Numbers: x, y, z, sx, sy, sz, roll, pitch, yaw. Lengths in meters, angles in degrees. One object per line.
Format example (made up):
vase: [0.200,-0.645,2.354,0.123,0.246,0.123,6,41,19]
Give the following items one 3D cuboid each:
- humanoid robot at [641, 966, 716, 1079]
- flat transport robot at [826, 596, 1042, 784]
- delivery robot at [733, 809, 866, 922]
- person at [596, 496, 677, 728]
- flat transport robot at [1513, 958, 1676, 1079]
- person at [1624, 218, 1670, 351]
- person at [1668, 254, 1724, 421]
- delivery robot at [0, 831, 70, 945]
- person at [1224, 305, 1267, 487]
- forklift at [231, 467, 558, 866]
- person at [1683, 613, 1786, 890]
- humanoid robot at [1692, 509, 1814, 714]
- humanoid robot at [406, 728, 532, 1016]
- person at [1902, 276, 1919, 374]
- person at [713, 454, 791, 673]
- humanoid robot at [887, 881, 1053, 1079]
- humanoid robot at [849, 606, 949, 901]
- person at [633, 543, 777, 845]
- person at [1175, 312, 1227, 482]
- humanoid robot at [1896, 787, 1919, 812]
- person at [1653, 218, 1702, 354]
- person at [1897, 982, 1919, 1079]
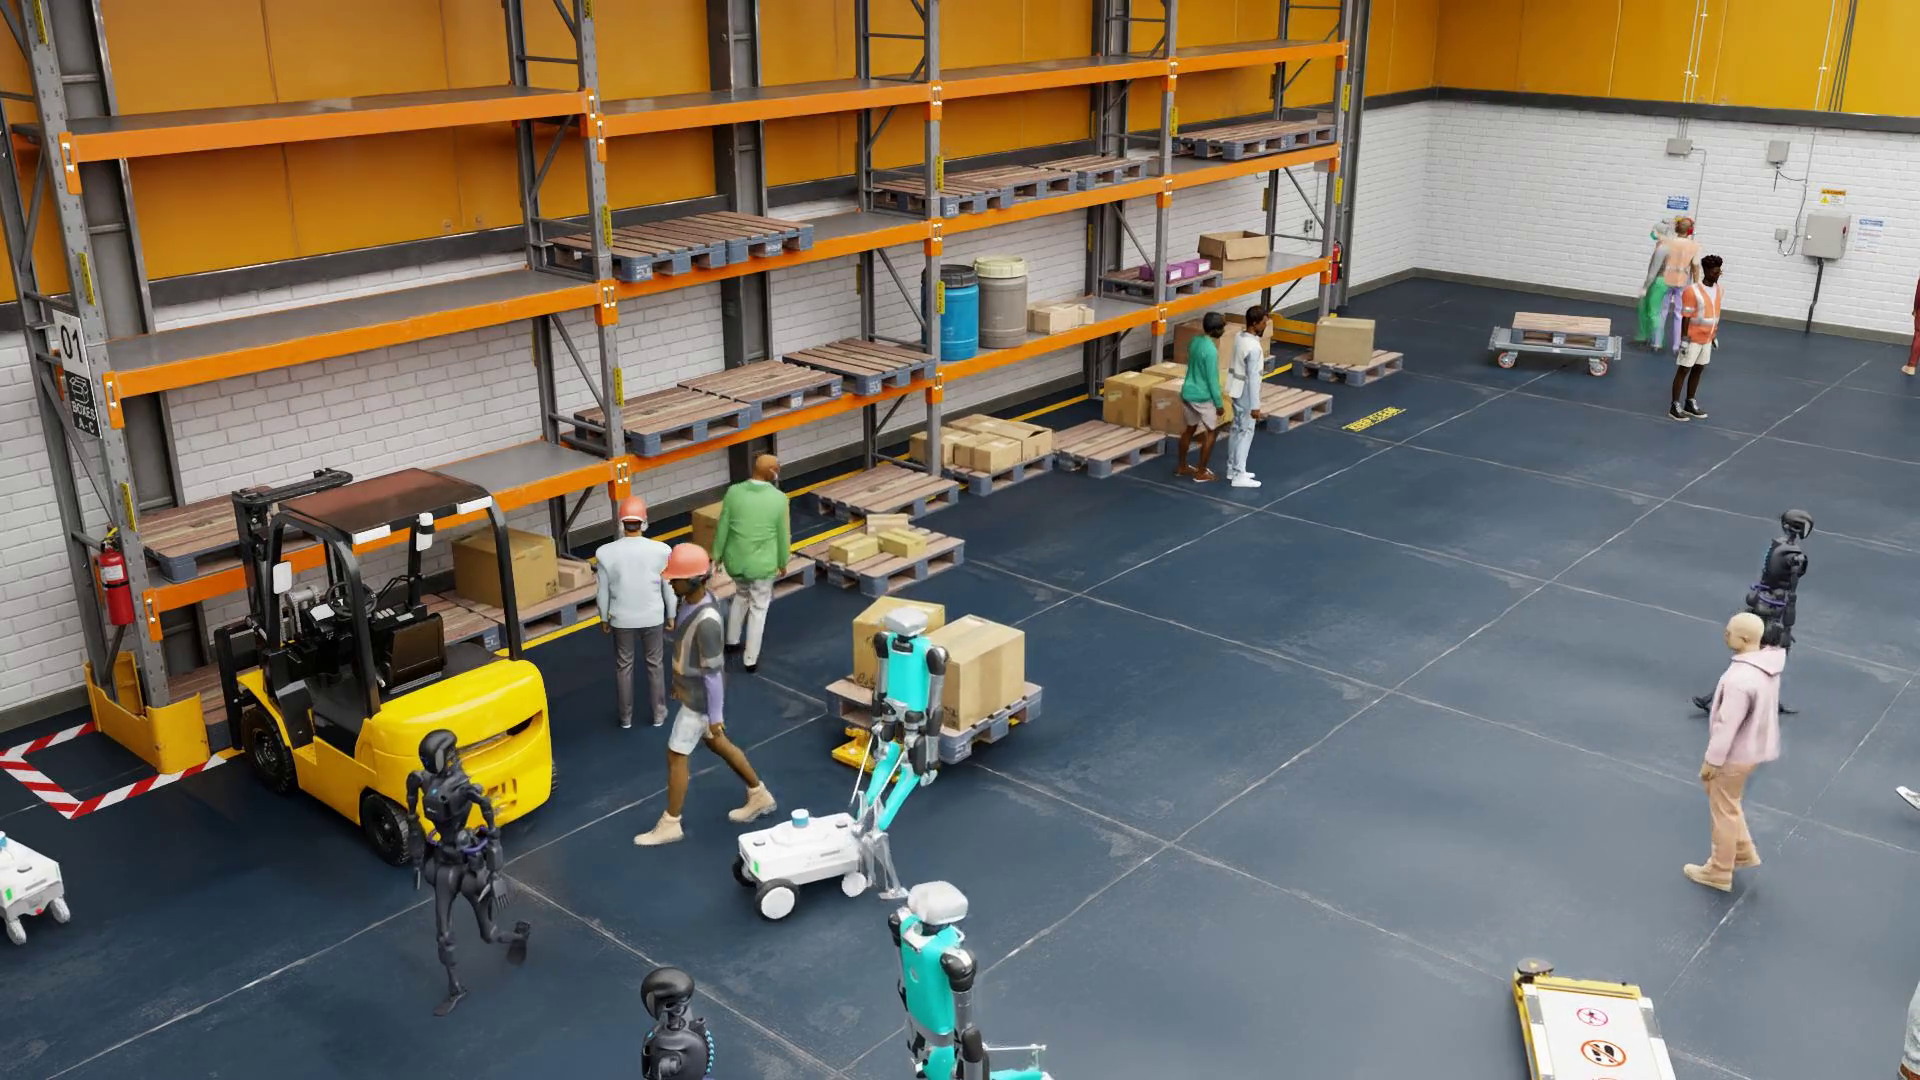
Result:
humanoid robot: [-1.130,2.467,6.815,0.315,1.655,0.599,-1,20,-2]
flat transport robot: [-0.187,1.340,11.921,0.659,0.231,1.431,16,26,37]
delivery robot: [-0.962,1.908,9.977,0.804,0.600,0.499,-9,22,-22]
person: [-2.325,0.523,12.010,0.572,1.739,0.351,-4,21,-10]
flat transport robot: [3.219,2.635,8.413,0.659,0.231,1.431,4,21,11]
person: [9.443,-3.511,22.805,0.613,1.825,0.554,10,23,26]
person: [8.697,-2.388,19.571,0.600,1.966,0.368,-10,23,-25]
delivery robot: [-5.604,1.986,9.745,0.773,0.586,0.499,12,24,30]
person: [2.953,-1.489,17.224,0.403,1.910,0.597,-3,20,-7]
forklift: [-3.730,0.710,10.856,2.313,2.155,1.214,17,26,38]
person: [4.646,1.271,9.936,0.450,1.768,0.551,18,27,39]
humanoid robot: [5.851,0.538,12.155,0.808,1.635,0.602,2,20,7]
humanoid robot: [-2.648,1.703,8.948,0.616,1.633,0.695,7,21,18]
person: [12.587,-3.004,21.526,0.468,1.769,0.378,5,21,13]
person: [-1.607,0.170,12.968,0.613,1.746,0.492,5,21,15]
humanoid robot: [0.105,2.247,7.405,1.034,1.762,0.542,-14,25,-34]
humanoid robot: [-0.453,1.316,9.865,0.545,1.774,0.760,16,26,38]
person: [-1.618,0.956,10.494,0.952,2.014,0.616,-4,21,-11]
person: [2.522,-1.480,17.327,0.490,1.825,0.517,-6,21,-16]
humanoid robot: [6.561,1.066,10.514,0.892,1.743,0.551,18,27,39]
person: [9.727,-3.450,22.624,0.568,1.843,0.373,14,25,33]
person: [4.987,1.852,8.125,0.634,1.936,0.354,-9,22,-24]
